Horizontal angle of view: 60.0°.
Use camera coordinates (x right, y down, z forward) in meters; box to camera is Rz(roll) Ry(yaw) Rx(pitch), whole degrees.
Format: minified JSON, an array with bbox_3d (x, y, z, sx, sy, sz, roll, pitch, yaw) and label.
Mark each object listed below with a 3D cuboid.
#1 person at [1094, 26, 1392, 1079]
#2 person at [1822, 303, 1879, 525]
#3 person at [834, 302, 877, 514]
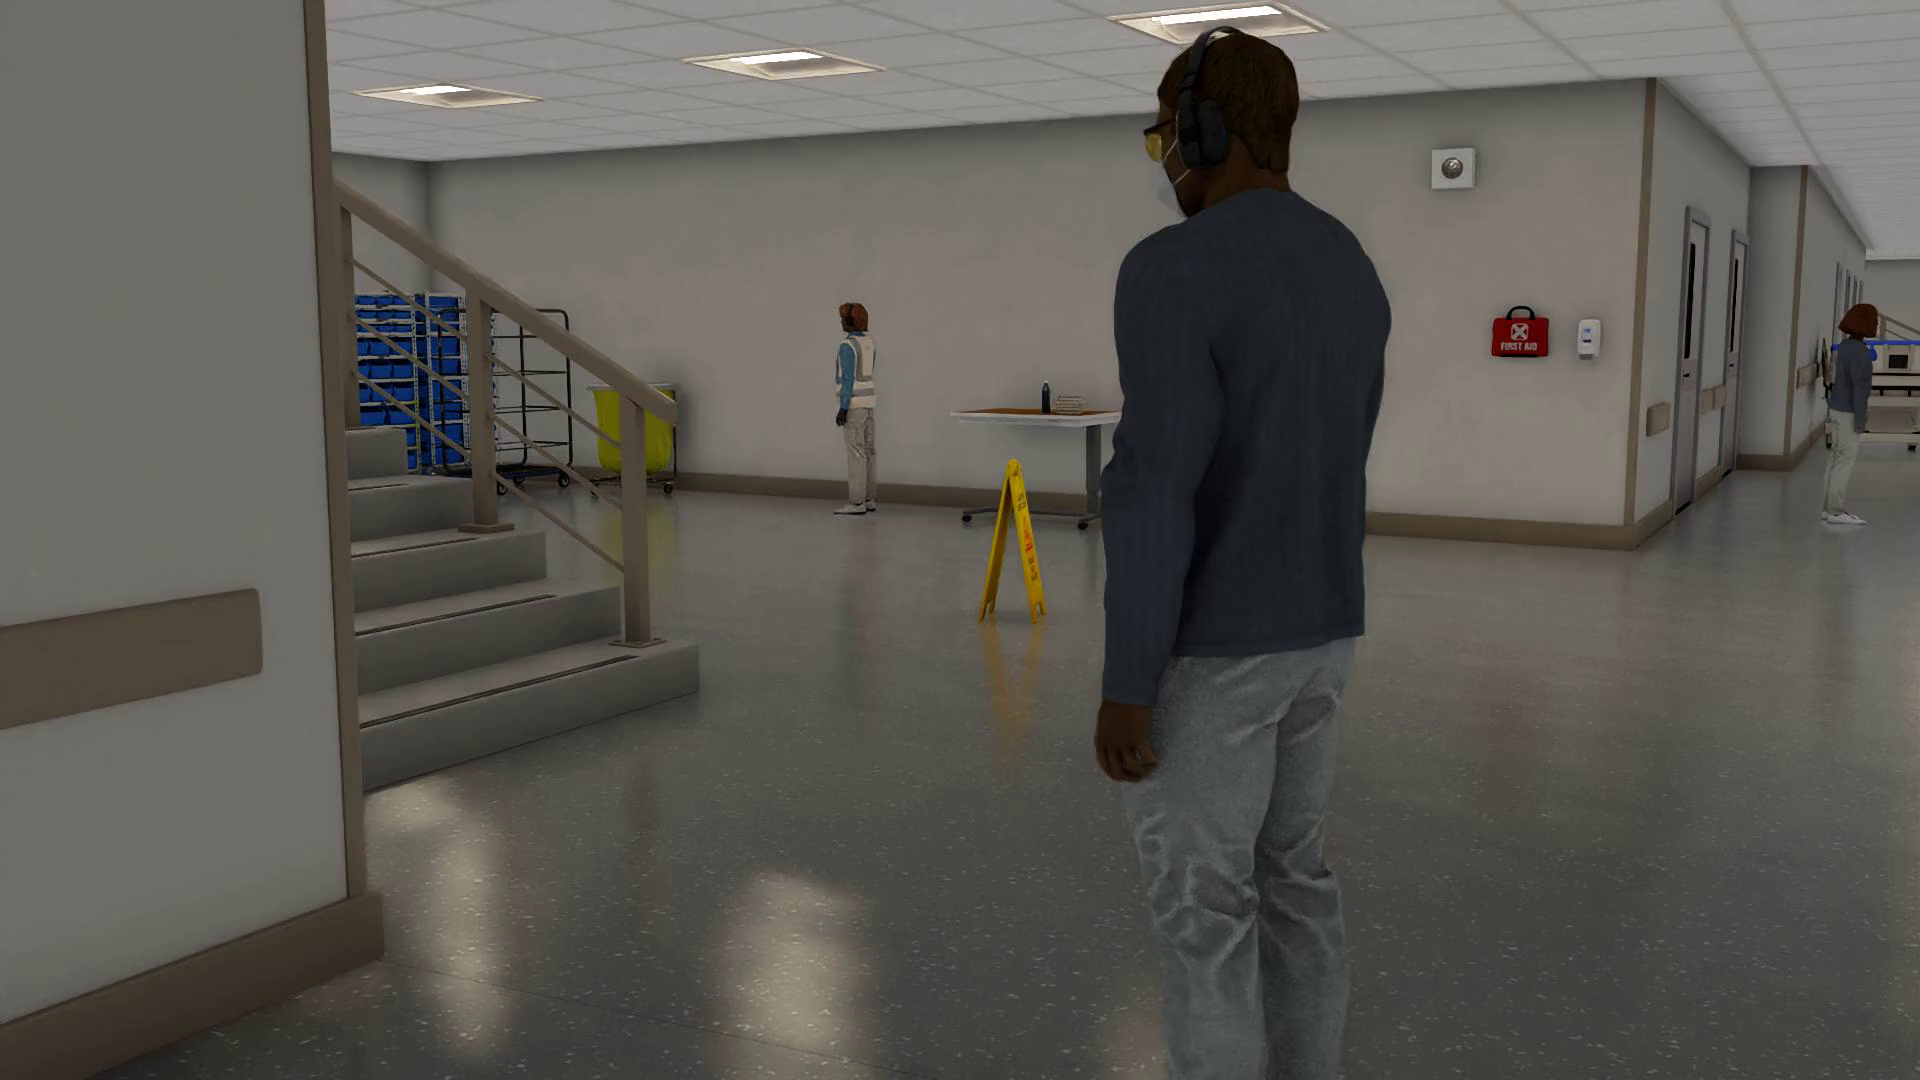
[{"bbox_3d":[0.438,0.178,2.629,0.384,1.930,0.634,7,10,42],"label":"person"},{"bbox_3d":[6.561,-0.922,12.246,0.282,1.624,0.494,2,8,13],"label":"person"},{"bbox_3d":[-0.806,-1.015,12.889,0.309,1.641,0.514,3,8,19],"label":"person"}]
